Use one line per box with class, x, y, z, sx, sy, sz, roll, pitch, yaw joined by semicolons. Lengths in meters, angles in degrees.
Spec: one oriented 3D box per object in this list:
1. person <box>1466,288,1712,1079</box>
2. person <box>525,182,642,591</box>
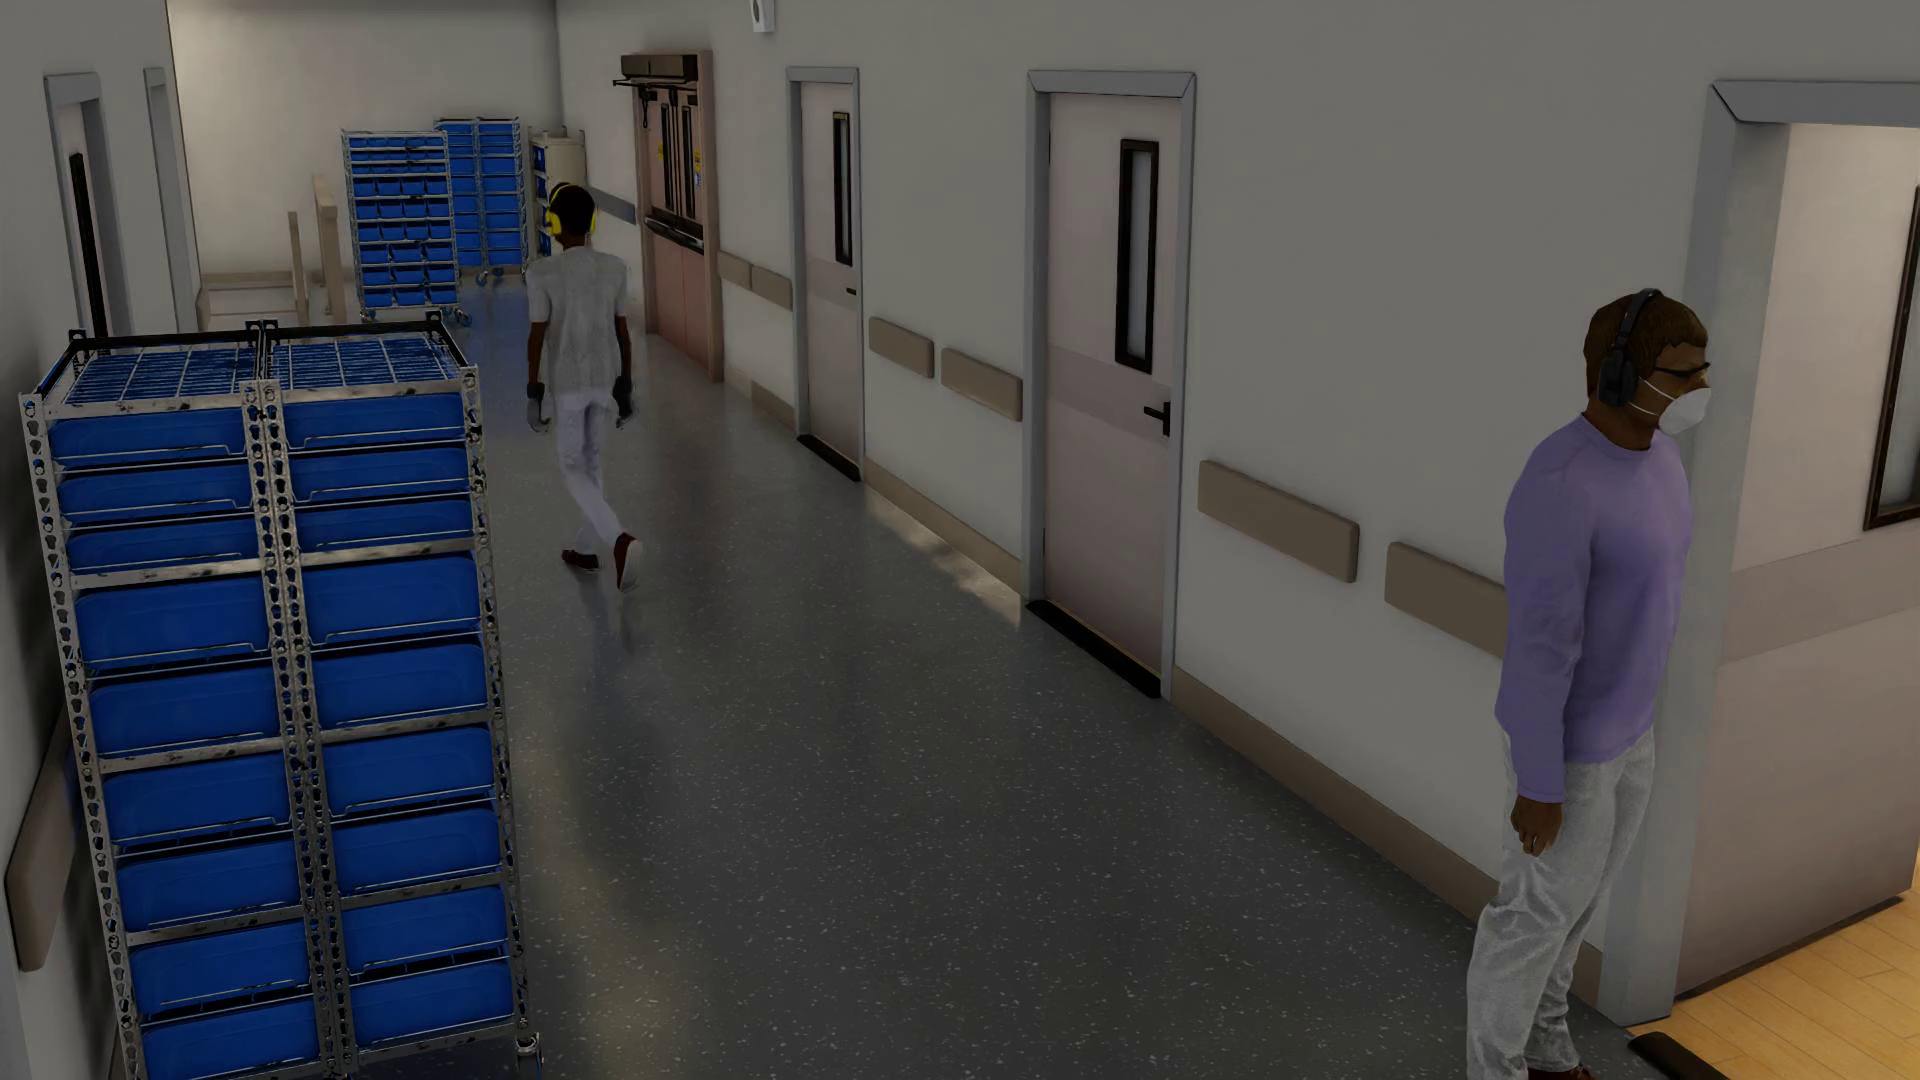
person;1.333;0.429;3.555;0.356;1.936;0.638;13;20;38
person;-1.695;-0.686;7.577;0.508;1.852;0.789;-13;21;-38
